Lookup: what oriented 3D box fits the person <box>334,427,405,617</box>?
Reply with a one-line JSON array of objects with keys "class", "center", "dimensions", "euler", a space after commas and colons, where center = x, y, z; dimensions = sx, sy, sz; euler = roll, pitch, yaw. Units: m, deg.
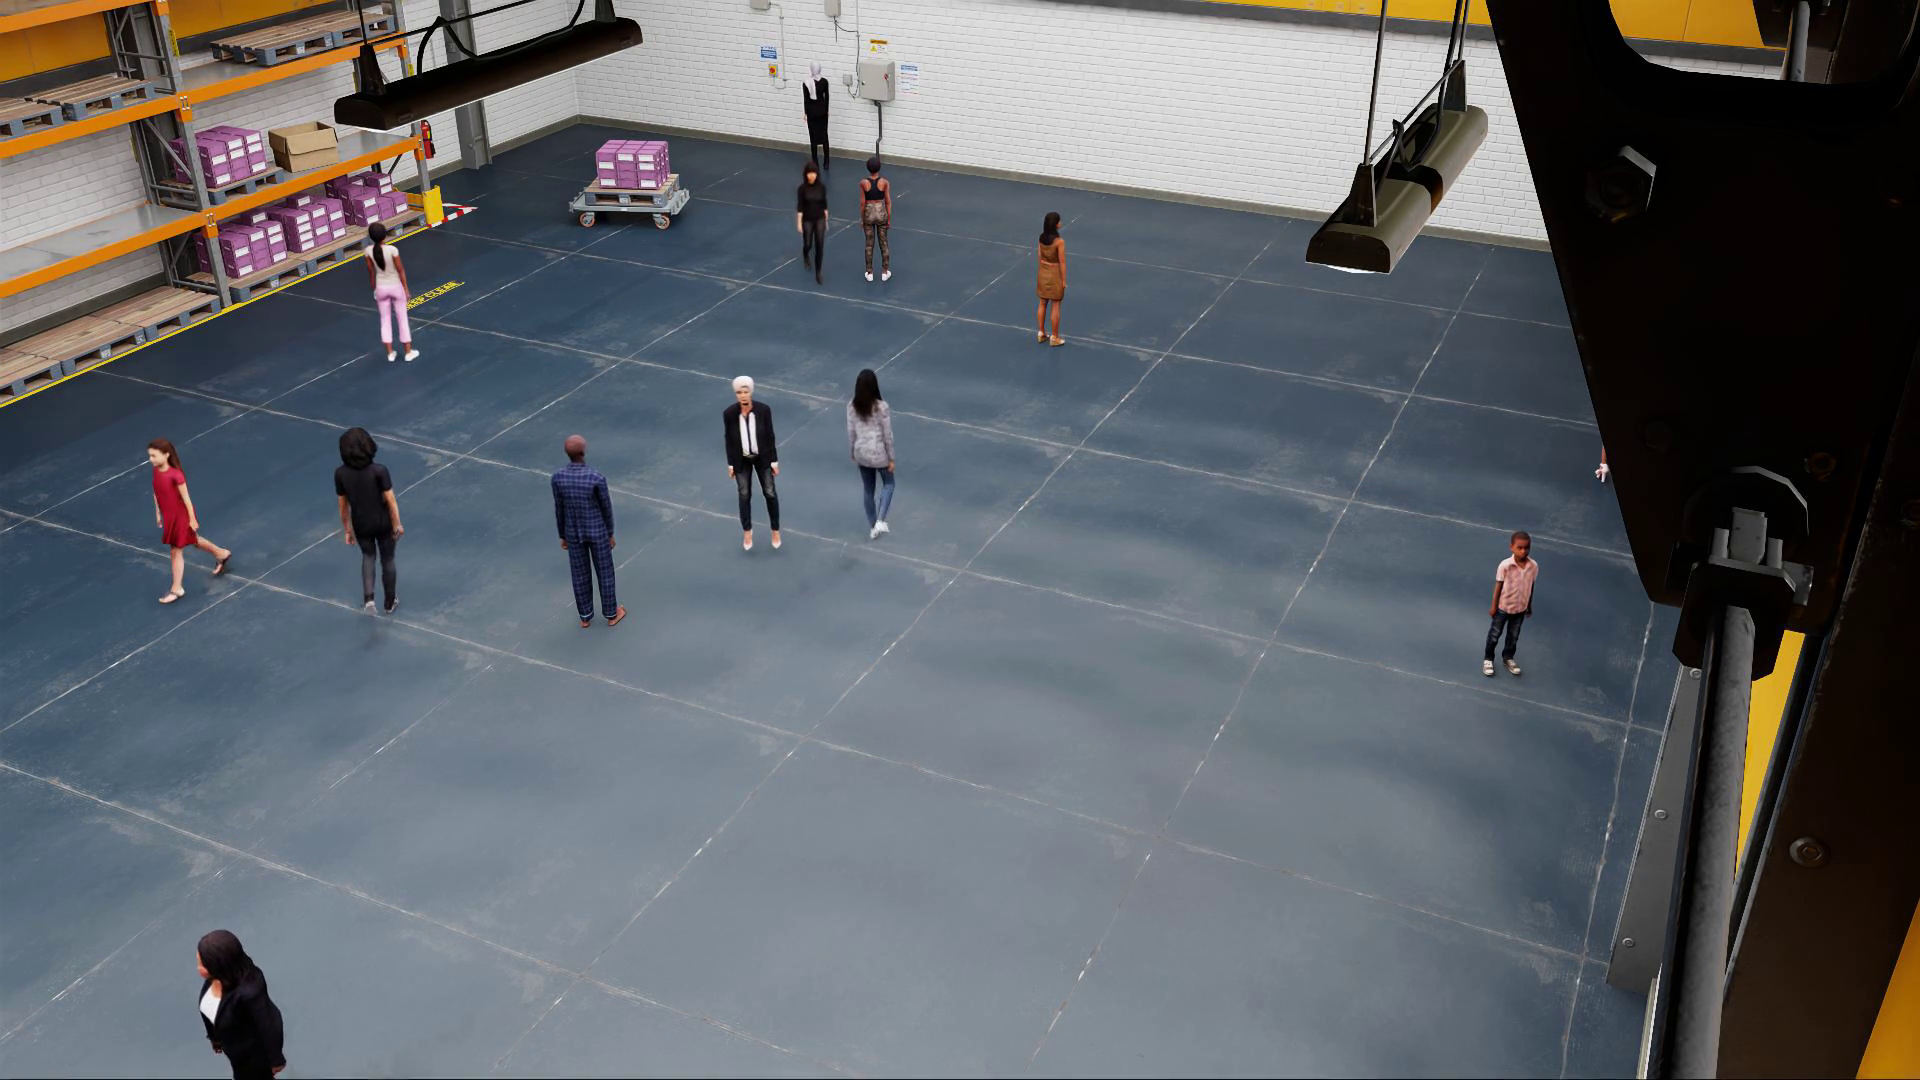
[{"class": "person", "center": [-5.189, -0.113, 14.635], "dimensions": [0.844, 1.818, 0.931], "euler": [-2, 29, -4]}]

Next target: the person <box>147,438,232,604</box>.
[{"class": "person", "center": [-7.082, -0.250, 15.196], "dimensions": [0.583, 1.523, 1.068], "euler": [16, 32, 26]}]

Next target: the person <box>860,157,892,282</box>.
[{"class": "person", "center": [-1.146, -4.356, 22.537], "dimensions": [0.660, 1.700, 0.674], "euler": [-2, 29, -3]}]

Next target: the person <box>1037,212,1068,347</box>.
[{"class": "person", "center": [1.120, -3.216, 20.459], "dimensions": [0.620, 1.690, 0.609], "euler": [25, 37, 38]}]

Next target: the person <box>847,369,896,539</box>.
[{"class": "person", "center": [-0.885, -0.772, 15.950], "dimensions": [0.688, 1.717, 0.698], "euler": [10, 30, 17]}]

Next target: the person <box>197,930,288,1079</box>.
[{"class": "person", "center": [-3.975, 2.815, 9.488], "dimensions": [0.736, 1.607, 0.705], "euler": [20, 35, 33]}]

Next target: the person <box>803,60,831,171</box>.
[{"class": "person", "center": [-2.328, -6.946, 27.203], "dimensions": [0.664, 1.779, 0.742], "euler": [-13, 31, -22]}]

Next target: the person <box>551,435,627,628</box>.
[{"class": "person", "center": [-3.264, -0.074, 14.565], "dimensions": [0.744, 1.818, 0.743], "euler": [0, 29, 1]}]

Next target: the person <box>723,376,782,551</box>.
[{"class": "person", "center": [-1.910, -0.736, 15.659], "dimensions": [0.819, 1.780, 0.741], "euler": [-1, 29, -2]}]

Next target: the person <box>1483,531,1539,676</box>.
[{"class": "person", "center": [4.646, 0.524, 14.003], "dimensions": [0.587, 1.307, 0.612], "euler": [-2, 29, -4]}]

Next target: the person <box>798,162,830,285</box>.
[{"class": "person", "center": [-2.003, -4.339, 22.586], "dimensions": [0.921, 1.624, 1.021], "euler": [-7, 29, -12]}]

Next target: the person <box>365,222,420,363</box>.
[{"class": "person", "center": [-6.849, -2.979, 19.972], "dimensions": [0.648, 1.741, 0.650], "euler": [1, 29, 1]}]
